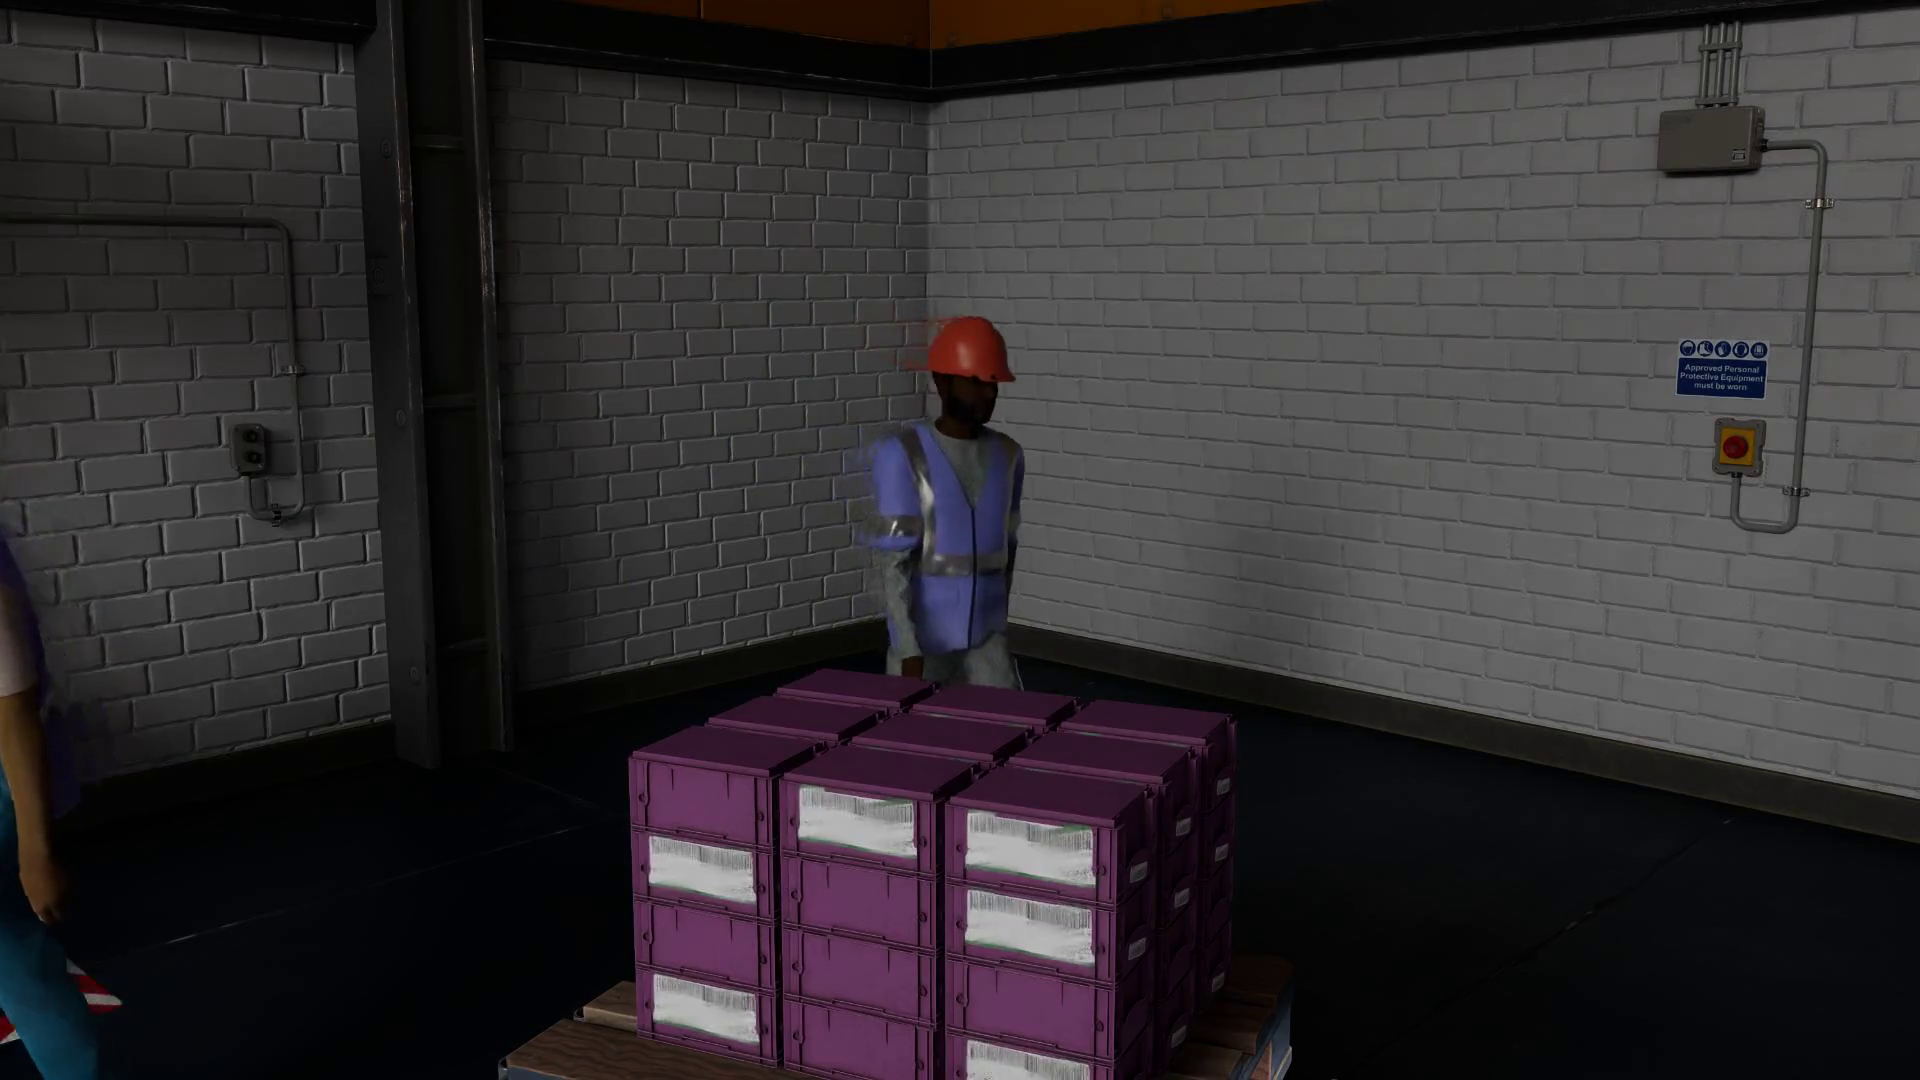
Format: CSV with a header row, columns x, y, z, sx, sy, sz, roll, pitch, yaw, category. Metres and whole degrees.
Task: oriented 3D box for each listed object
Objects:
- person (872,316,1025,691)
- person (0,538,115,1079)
x,y,z,sx,sy,sz,roll,pitch,yaw,category
-0.033,0.257,5.143,0.549,1.891,1.009,-5,11,-29,person
-2.120,0.595,3.309,0.594,1.801,0.934,8,12,41,person
